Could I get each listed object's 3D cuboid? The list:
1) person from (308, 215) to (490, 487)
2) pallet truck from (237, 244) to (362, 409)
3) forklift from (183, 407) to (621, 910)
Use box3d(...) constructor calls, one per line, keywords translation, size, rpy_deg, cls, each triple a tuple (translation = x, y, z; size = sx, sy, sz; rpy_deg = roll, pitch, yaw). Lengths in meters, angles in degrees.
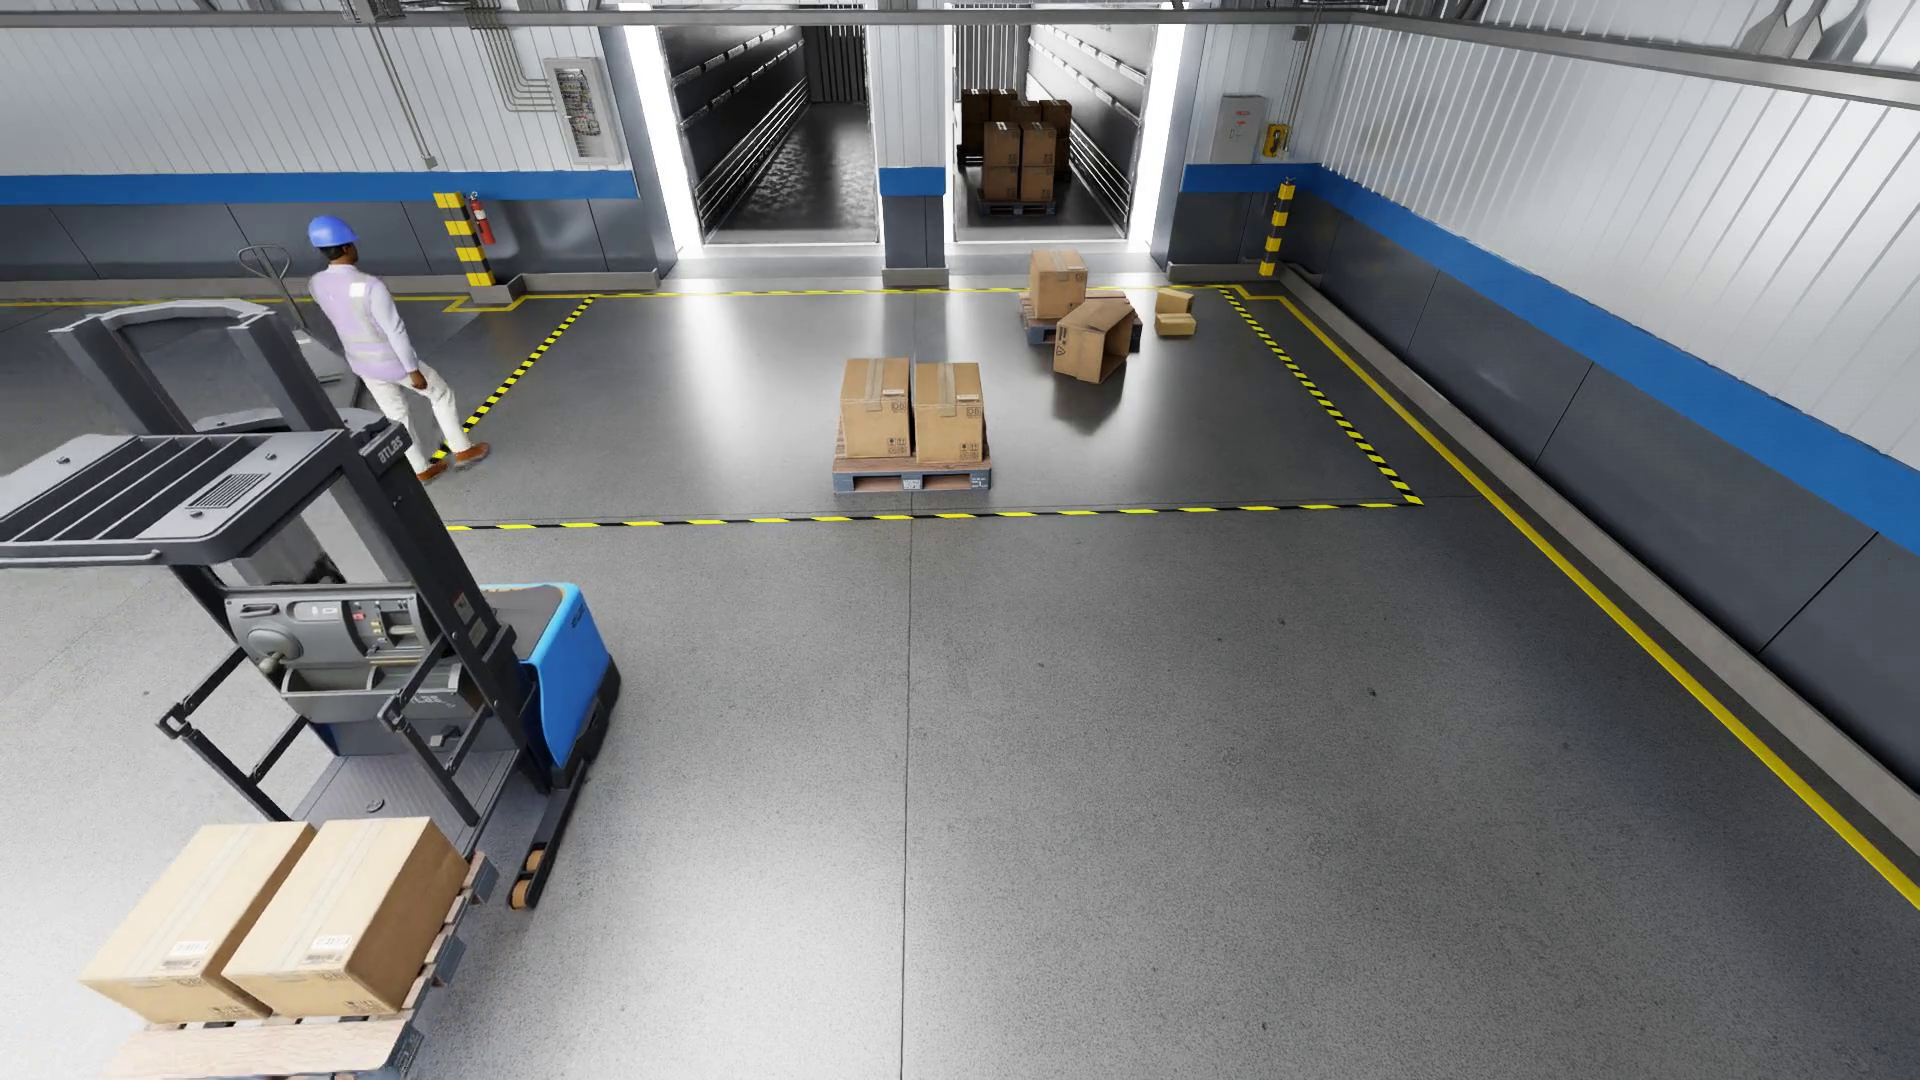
box3d(translation=(-4.078, -1.319, 5.293), size=(0.631, 1.922, 0.589), rpy_deg=(7, 39, 8), cls="person")
box3d(translation=(-5.915, -1.733, 6.366), size=(0.680, 1.201, 1.601), rpy_deg=(-18, 42, -21), cls="pallet truck")
box3d(translation=(-2.241, 0.287, 3.176), size=(0.716, 2.013, 0.776), rpy_deg=(-1, 38, -2), cls="forklift")
